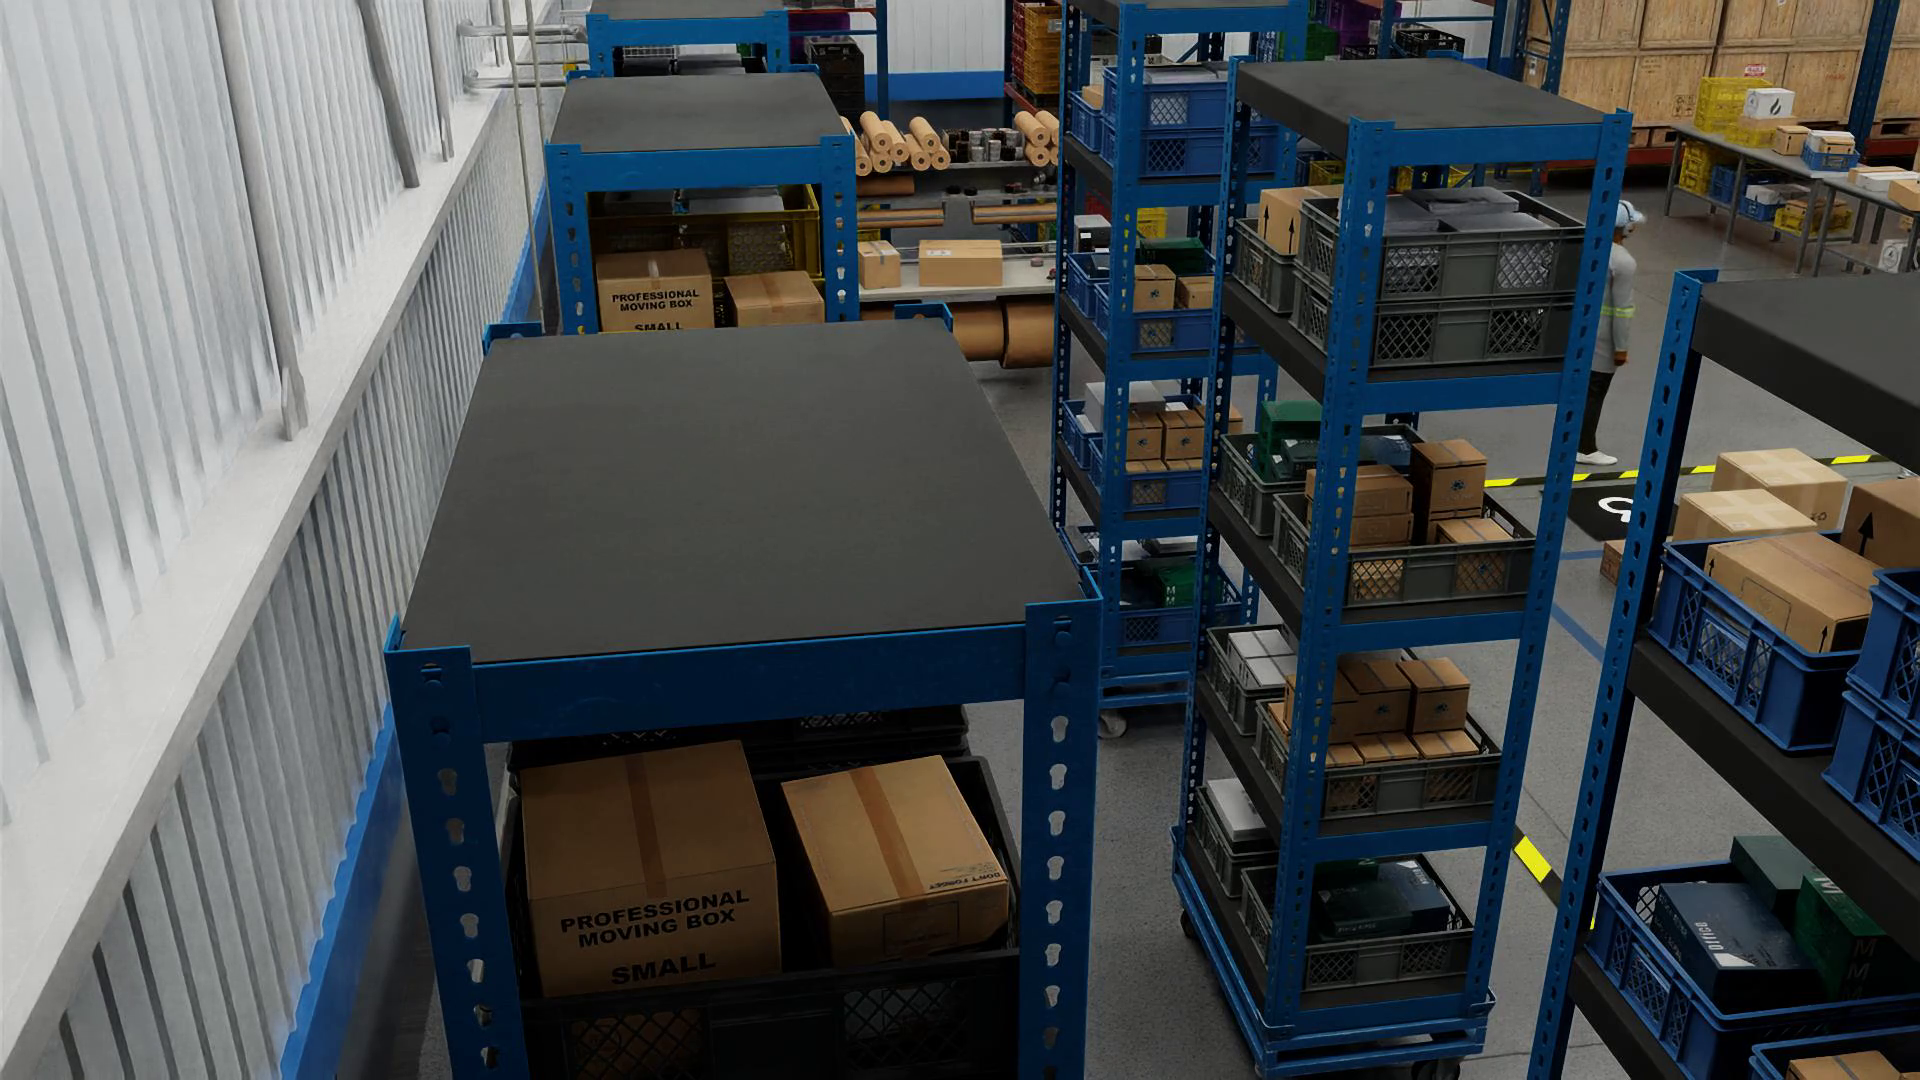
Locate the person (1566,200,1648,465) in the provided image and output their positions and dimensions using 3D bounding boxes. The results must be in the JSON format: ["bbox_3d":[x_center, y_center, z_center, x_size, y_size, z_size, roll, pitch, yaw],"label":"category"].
[{"bbox_3d":[4.458,-1.433,11.518,0.382,1.851,0.596,-6,25,-12],"label":"person"}]

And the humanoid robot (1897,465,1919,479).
[{"bbox_3d":[6.430,-1.139,10.861,0.735,1.673,0.533,-12,27,-23],"label":"humanoid robot"}]
